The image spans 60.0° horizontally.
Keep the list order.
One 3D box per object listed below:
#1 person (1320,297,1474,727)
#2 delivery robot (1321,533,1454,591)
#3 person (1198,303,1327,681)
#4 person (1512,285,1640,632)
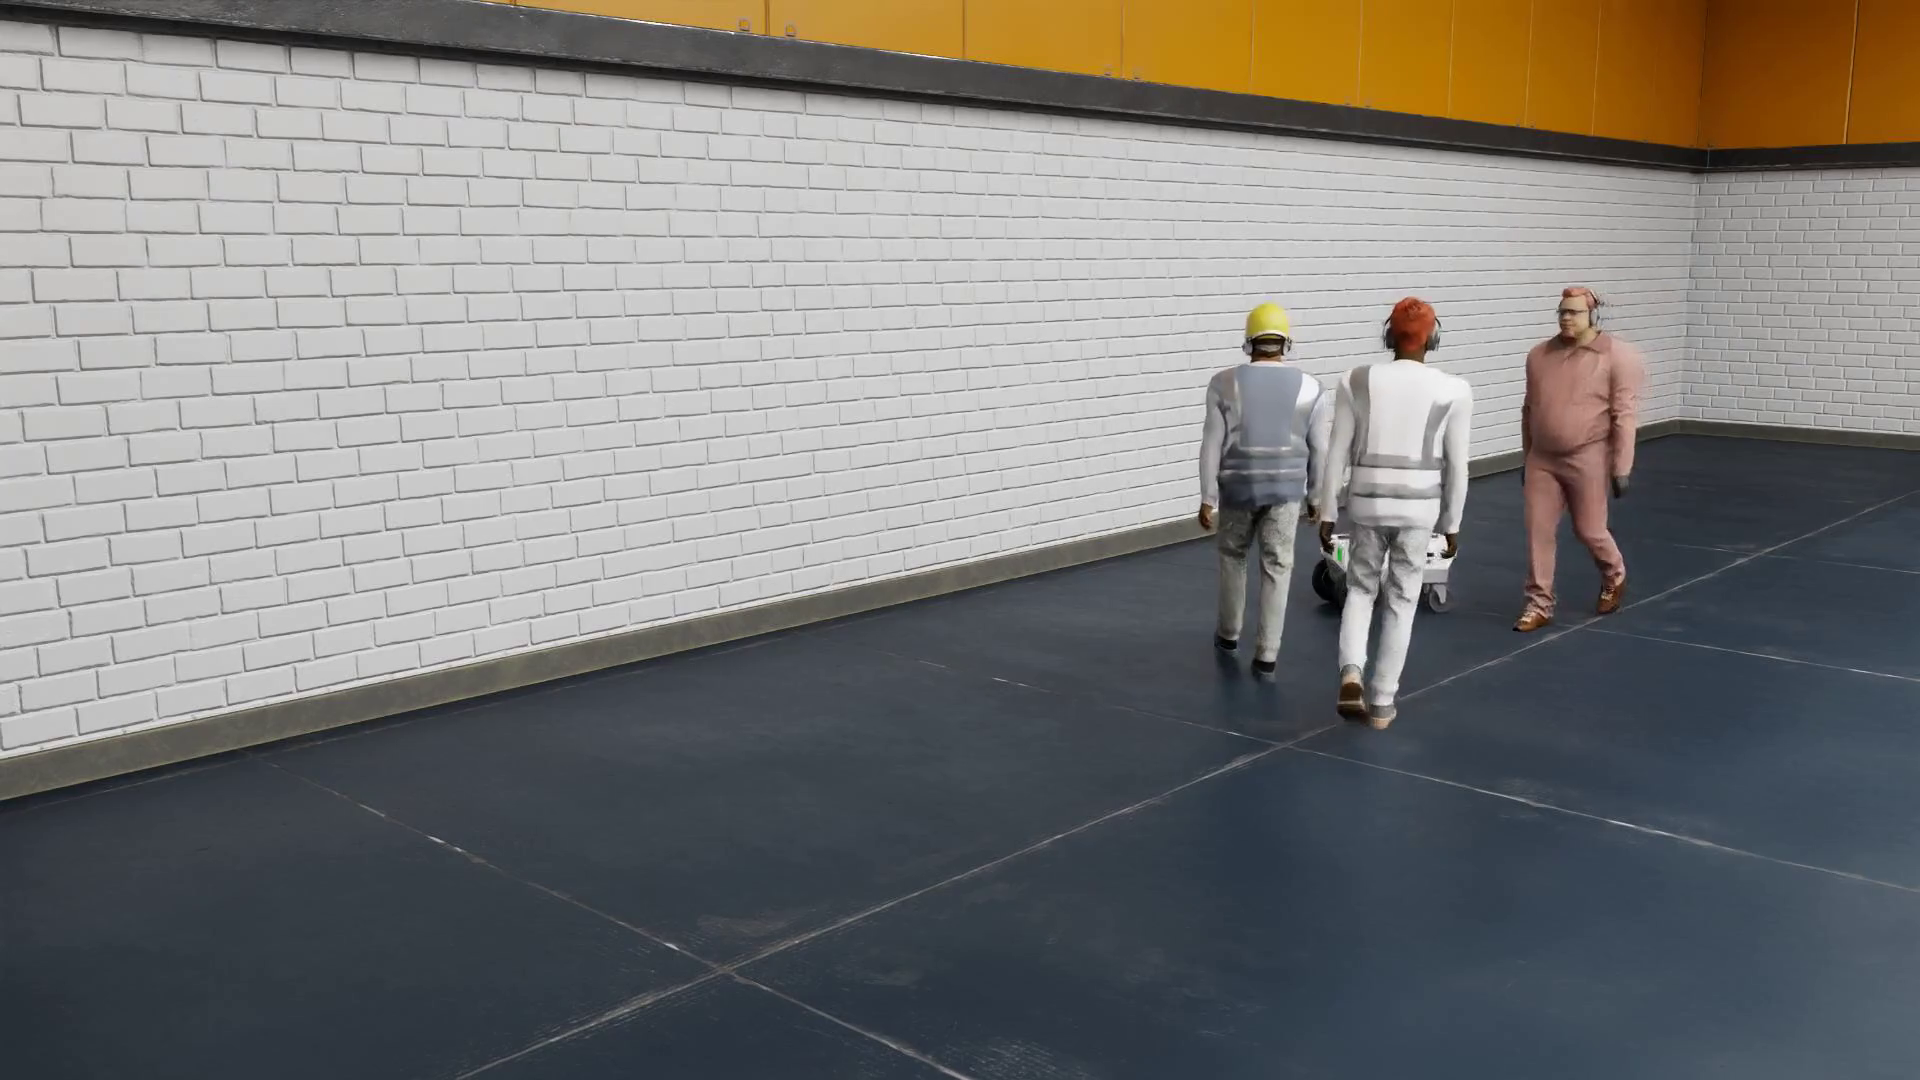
[{"bbox_3d":[1.854,-0.090,7.120,0.611,1.854,0.506,4,11,20],"label":"person"},{"bbox_3d":[2.456,0.086,9.554,0.707,0.478,0.477,-1,10,-5],"label":"delivery robot"},{"bbox_3d":[1.477,-0.258,8.213,0.625,1.802,0.826,1,10,4],"label":"person"},{"bbox_3d":[3.387,-0.452,9.118,0.822,1.883,0.650,-9,14,-42],"label":"person"}]
